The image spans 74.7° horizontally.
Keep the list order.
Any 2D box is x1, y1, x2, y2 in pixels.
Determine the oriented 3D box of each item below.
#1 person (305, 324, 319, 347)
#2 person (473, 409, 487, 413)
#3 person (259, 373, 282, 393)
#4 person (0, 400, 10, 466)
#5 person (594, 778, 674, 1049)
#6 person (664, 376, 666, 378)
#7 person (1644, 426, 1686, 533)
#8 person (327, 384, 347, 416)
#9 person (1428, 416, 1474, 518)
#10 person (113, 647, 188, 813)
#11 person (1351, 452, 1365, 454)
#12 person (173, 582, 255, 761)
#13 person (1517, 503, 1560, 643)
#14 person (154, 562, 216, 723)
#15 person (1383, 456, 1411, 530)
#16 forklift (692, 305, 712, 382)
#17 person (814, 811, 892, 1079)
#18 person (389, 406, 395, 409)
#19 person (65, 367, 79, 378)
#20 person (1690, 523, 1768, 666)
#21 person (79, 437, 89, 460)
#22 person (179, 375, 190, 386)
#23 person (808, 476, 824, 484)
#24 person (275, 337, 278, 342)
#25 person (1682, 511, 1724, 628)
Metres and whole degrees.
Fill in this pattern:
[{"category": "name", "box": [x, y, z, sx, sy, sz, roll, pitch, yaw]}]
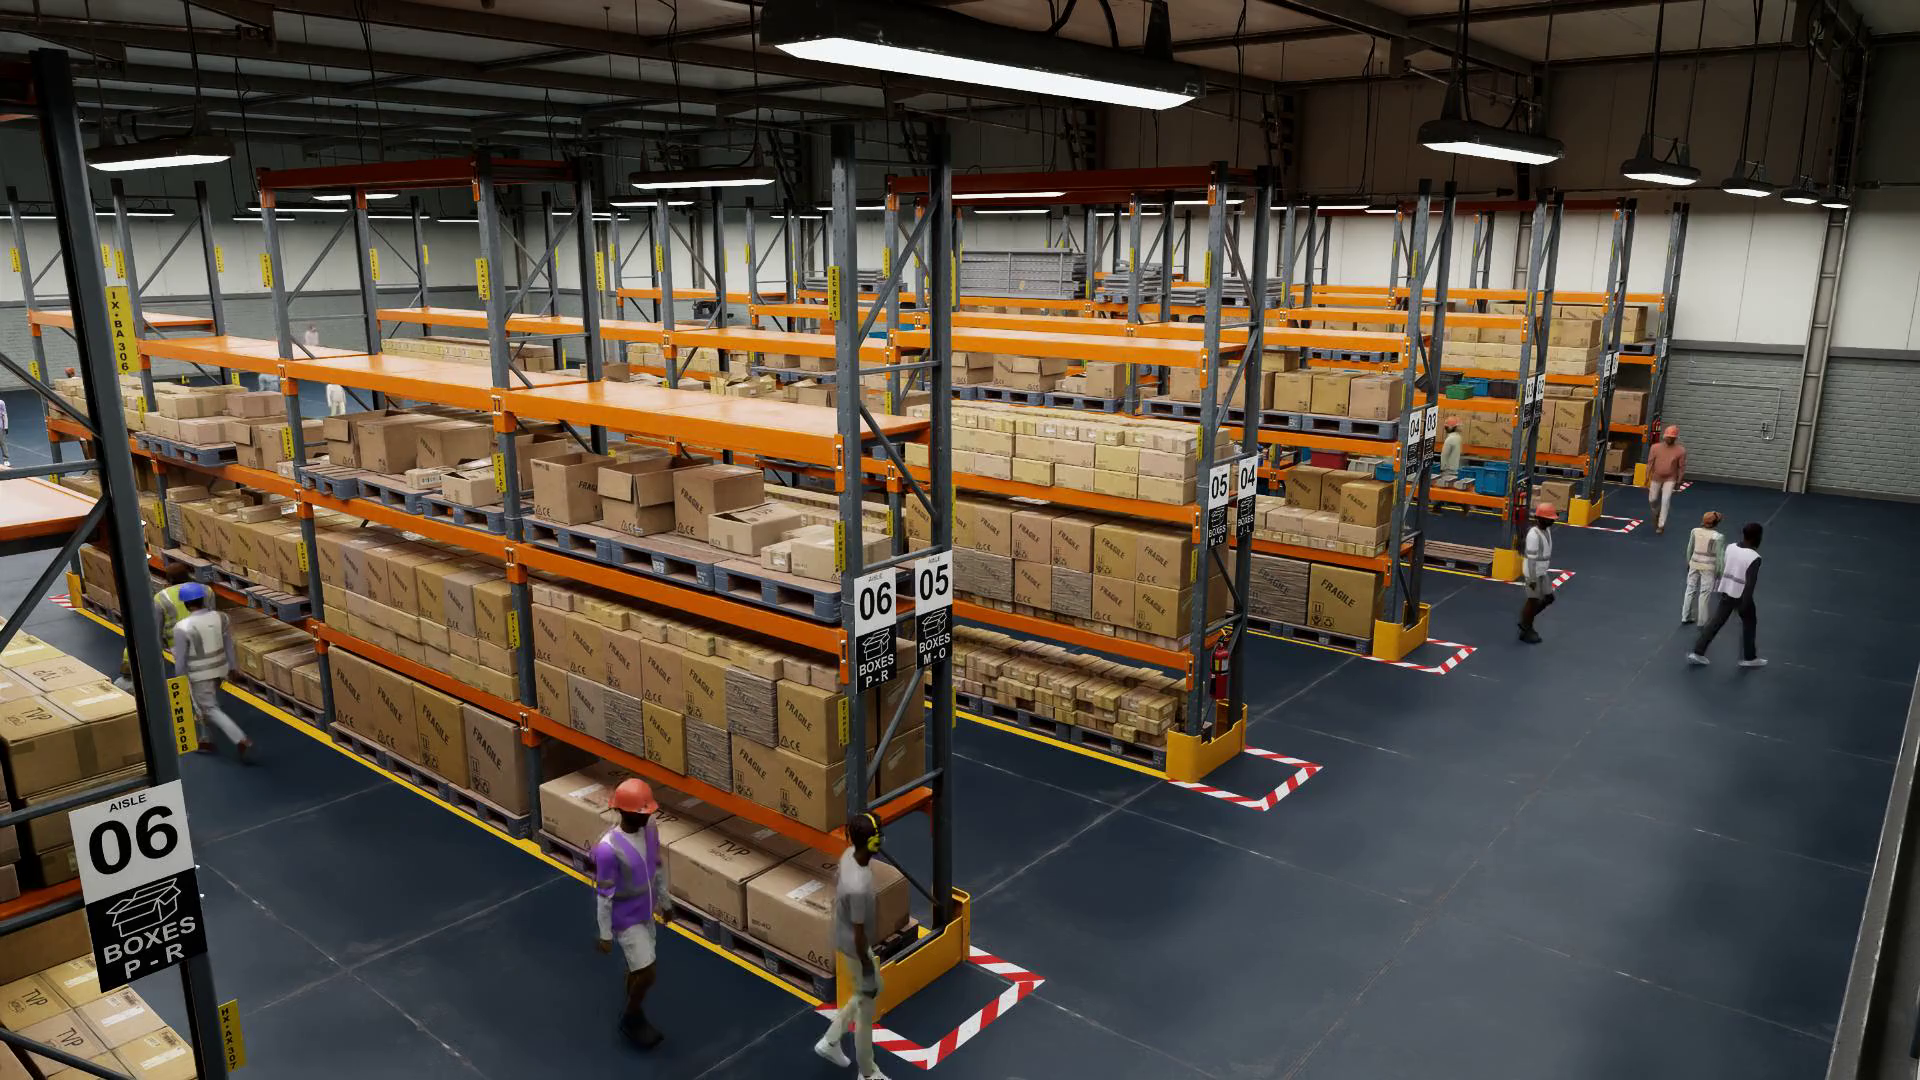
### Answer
[{"category": "person", "box": [-25.998, -7.727, 50.592, 1.021, 1.857, 0.688, 5, 15, 21]}, {"category": "person", "box": [-13.377, -3.899, 35.140, 0.319, 1.693, 0.532, 11, 18, 39]}, {"category": "person", "box": [-19.213, -4.016, 35.144, 0.594, 1.922, 0.649, 5, 15, 21]}, {"category": "person", "box": [-22.752, -2.681, 29.634, 0.589, 1.930, 0.360, -6, 15, -22]}, {"category": "person", "box": [-2.126, 2.488, 8.385, 0.452, 1.921, 0.576, 5, 15, 20]}, {"category": "person", "box": [-8.564, -4.343, 36.455, 0.354, 1.937, 0.635, 3, 14, 11]}, {"category": "person", "box": [13.031, -1.158, 23.282, 0.624, 1.972, 0.694, 10, 17, 34]}, {"category": "person", "box": [-17.296, -3.802, 34.913, 0.749, 1.610, 0.513, 12, 18, 40]}, {"category": "person", "box": [9.527, -1.401, 24.294, 0.876, 1.969, 0.608, 9, 17, 34]}, {"category": "person", "box": [-7.525, 1.785, 11.678, 0.491, 1.736, 0.324, 3, 14, 13]}, {"category": "person", "box": [9.000, -2.223, 28.037, 0.902, 1.785, 0.625, 12, 18, 41]}, {"category": "person", "box": [-7.745, 1.364, 13.042, 0.907, 1.913, 0.598, 4, 14, 14]}, {"category": "person", "box": [7.744, 0.436, 16.830, 0.566, 1.917, 0.411, -13, 19, -43]}, {"category": "person", "box": [-8.765, 1.129, 14.266, 0.987, 1.784, 0.648, 12, 18, 40]}, {"category": "person", "box": [7.962, -1.133, 23.482, 0.936, 1.838, 0.530, 10, 17, 36]}, {"category": "forklift", "box": [-9.511, -7.392, 47.124, 1.873, 2.768, 1.129, 11, 17, 38]}, {"category": "person", "box": [-0.656, 2.611, 8.023, 0.470, 1.852, 0.611, -1, 14, -4]}, {"category": "person", "box": [-12.182, -2.146, 27.582, 0.801, 1.870, 0.410, 4, 14, 16]}, {"category": "person", "box": [-23.936, -3.747, 34.112, 0.355, 1.887, 0.573, -1, 14, -5]}, {"category": "person", "box": [9.801, 0.689, 15.918, 0.994, 1.875, 0.592, -2, 14, -9]}, {"category": "person", "box": [-20.543, -2.679, 29.416, 0.392, 2.033, 0.605, 1, 14, 3]}, {"category": "person", "box": [-19.971, -3.359, 32.650, 0.962, 1.816, 0.551, -7, 15, -26]}, {"category": "person", "box": [-3.158, -2.189, 27.518, 0.613, 1.975, 0.801, -10, 17, -36]}, {"category": "person", "box": [-23.843, -6.181, 44.124, 0.564, 1.903, 0.973, -1, 14, -6]}, {"category": "person", "box": [10.371, 0.402, 17.561, 0.311, 1.638, 0.522, -5, 15, -21]}]
